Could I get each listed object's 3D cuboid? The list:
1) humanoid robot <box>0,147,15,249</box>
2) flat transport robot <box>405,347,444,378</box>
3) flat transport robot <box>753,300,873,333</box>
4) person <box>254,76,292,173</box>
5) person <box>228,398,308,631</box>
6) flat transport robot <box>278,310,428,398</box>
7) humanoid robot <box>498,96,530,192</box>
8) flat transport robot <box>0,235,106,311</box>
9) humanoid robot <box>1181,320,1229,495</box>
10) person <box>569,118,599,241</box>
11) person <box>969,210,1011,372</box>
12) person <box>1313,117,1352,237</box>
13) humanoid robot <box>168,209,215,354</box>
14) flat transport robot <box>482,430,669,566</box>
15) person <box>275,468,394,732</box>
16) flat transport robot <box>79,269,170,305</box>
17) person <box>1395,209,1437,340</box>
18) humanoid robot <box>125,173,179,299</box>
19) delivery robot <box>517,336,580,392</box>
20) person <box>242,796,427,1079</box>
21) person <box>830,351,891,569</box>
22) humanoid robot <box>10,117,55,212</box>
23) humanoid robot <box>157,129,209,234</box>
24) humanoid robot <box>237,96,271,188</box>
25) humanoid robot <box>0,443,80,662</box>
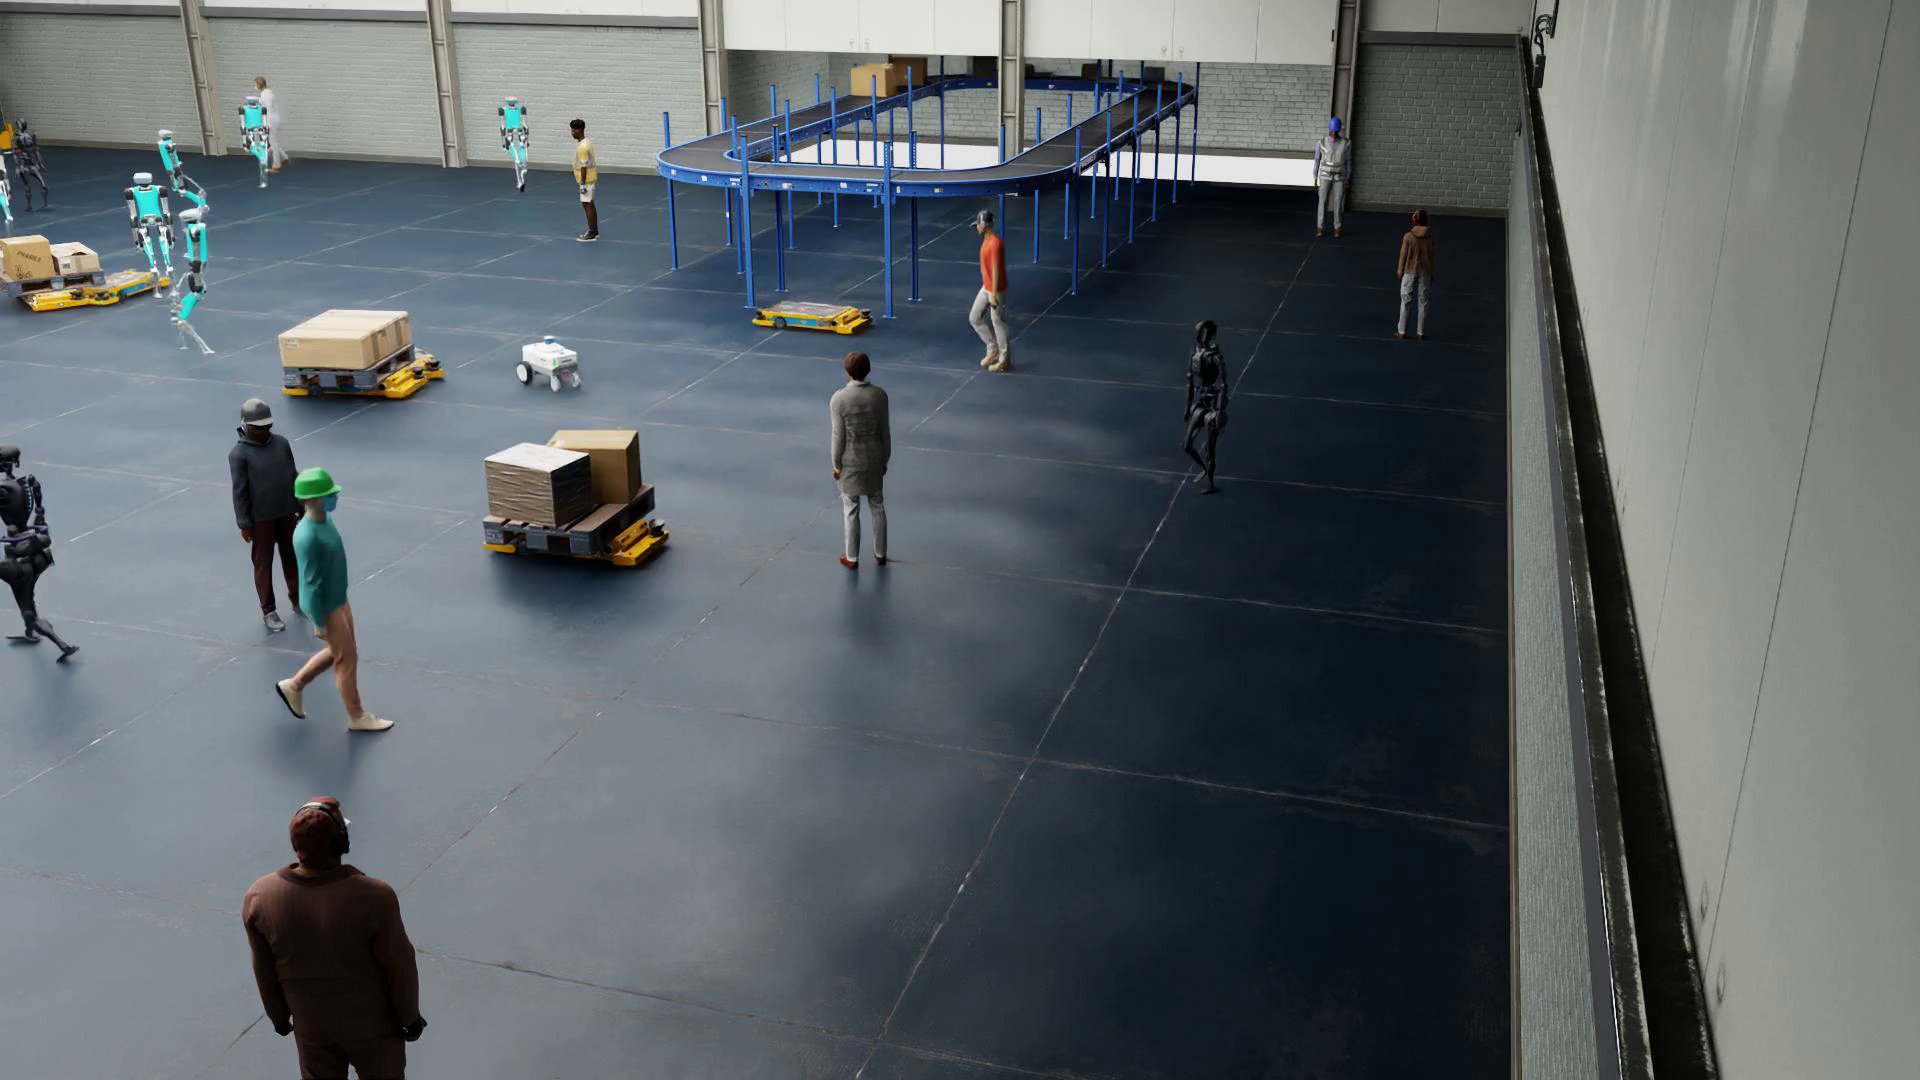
[{"bbox_3d":[-15.316,-5.503,26.364,0.538,1.748,0.732,-14,25,-32],"label":"humanoid robot"},{"bbox_3d":[-6.702,-2.106,19.639,0.659,0.231,1.431,-17,27,-36],"label":"flat transport robot"},{"bbox_3d":[-1.925,-2.910,21.726,1.431,0.231,0.659,8,23,20],"label":"flat transport robot"},{"bbox_3d":[-14.018,-8.463,33.833,0.431,1.918,0.667,-7,22,-18],"label":"person"},{"bbox_3d":[-5.209,-0.207,12.580,0.379,1.806,0.546,15,26,34],"label":"person"},{"bbox_3d":[-6.855,-1.795,18.834,1.431,0.231,0.659,2,21,5],"label":"flat transport robot"},{"bbox_3d":[-8.382,-7.488,31.618,0.534,1.780,1.002,-10,23,-24],"label":"humanoid robot"},{"bbox_3d":[-12.594,-3.433,23.083,0.659,0.231,1.431,-16,26,-36],"label":"flat transport robot"},{"bbox_3d":[2.313,-1.230,15.416,0.369,1.647,0.593,-11,24,-27],"label":"humanoid robot"},{"bbox_3d":[-6.081,-5.840,26.981,0.377,1.958,0.603,-2,21,-4],"label":"person"},{"bbox_3d":[0.380,-2.904,19.477,0.510,1.876,0.585,-5,22,-14],"label":"person"},{"bbox_3d":[6.112,-5.964,27.334,0.623,1.934,0.410,2,21,4],"label":"person"},{"bbox_3d":[-9.505,-3.088,20.245,0.792,1.832,0.530,-8,22,-19],"label":"humanoid robot"},{"bbox_3d":[-3.297,-0.034,14.265,1.431,0.231,0.659,6,22,15],"label":"flat transport robot"},{"bbox_3d":[-4.208,0.407,10.912,0.689,1.858,0.515,-2,21,-5],"label":"person"},{"bbox_3d":[-11.859,-3.549,23.383,0.659,0.231,1.431,4,21,10],"label":"flat transport robot"},{"bbox_3d":[5.738,-3.330,20.901,0.463,1.648,0.326,1,21,4],"label":"person"},{"bbox_3d":[-10.947,-4.104,22.596,0.533,1.677,0.735,-10,23,-24],"label":"humanoid robot"},{"bbox_3d":[-4.693,-2.045,19.050,0.746,0.570,0.499,20,28,41],"label":"delivery robot"},{"bbox_3d":[-2.545,1.928,6.905,0.652,1.904,0.411,1,21,2],"label":"person"},{"bbox_3d":[-0.822,-0.658,13.717,0.514,1.828,0.360,-8,22,-19],"label":"person"},{"bbox_3d":[-16.491,-6.644,29.457,0.458,1.643,0.615,7,22,17],"label":"humanoid robot"},{"bbox_3d":[-12.665,-5.872,27.278,0.725,1.728,0.538,-16,26,-36],"label":"humanoid robot"},{"bbox_3d":[-13.305,-7.521,31.659,0.565,1.766,0.917,-18,27,-39],"label":"humanoid robot"},{"bbox_3d":[-6.815,0.097,12.066,0.733,1.643,0.608,4,21,9],"label":"humanoid robot"}]
